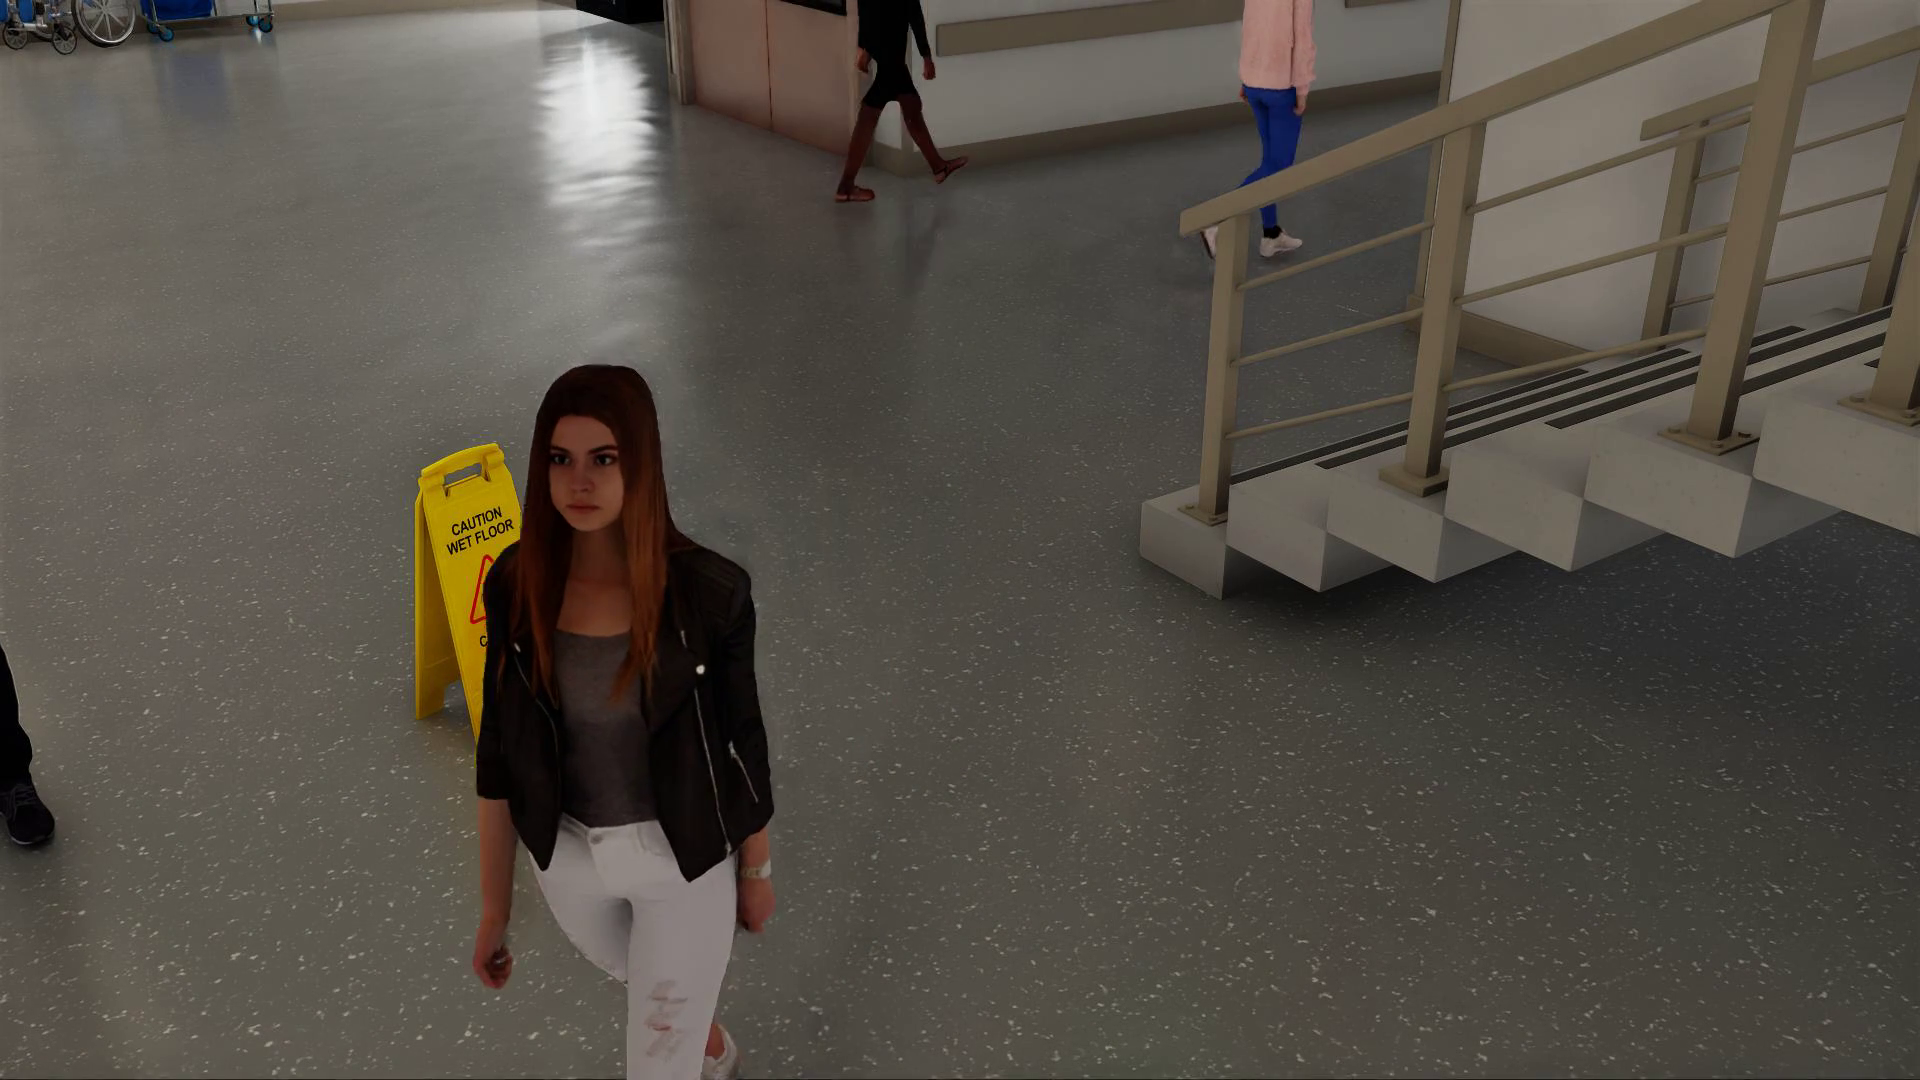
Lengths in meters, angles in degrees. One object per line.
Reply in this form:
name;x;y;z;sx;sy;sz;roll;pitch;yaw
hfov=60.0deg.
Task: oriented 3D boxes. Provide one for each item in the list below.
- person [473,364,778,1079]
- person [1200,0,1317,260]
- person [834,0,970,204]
person;-0.509;0.496;2.733;1.101;1.667;1.116;6;26;12
person;1.490;-2.217;8.262;0.756;1.750;0.969;-15;29;-28
person;-0.489;-2.701;9.360;0.729;1.670;1.096;-15;30;-29
